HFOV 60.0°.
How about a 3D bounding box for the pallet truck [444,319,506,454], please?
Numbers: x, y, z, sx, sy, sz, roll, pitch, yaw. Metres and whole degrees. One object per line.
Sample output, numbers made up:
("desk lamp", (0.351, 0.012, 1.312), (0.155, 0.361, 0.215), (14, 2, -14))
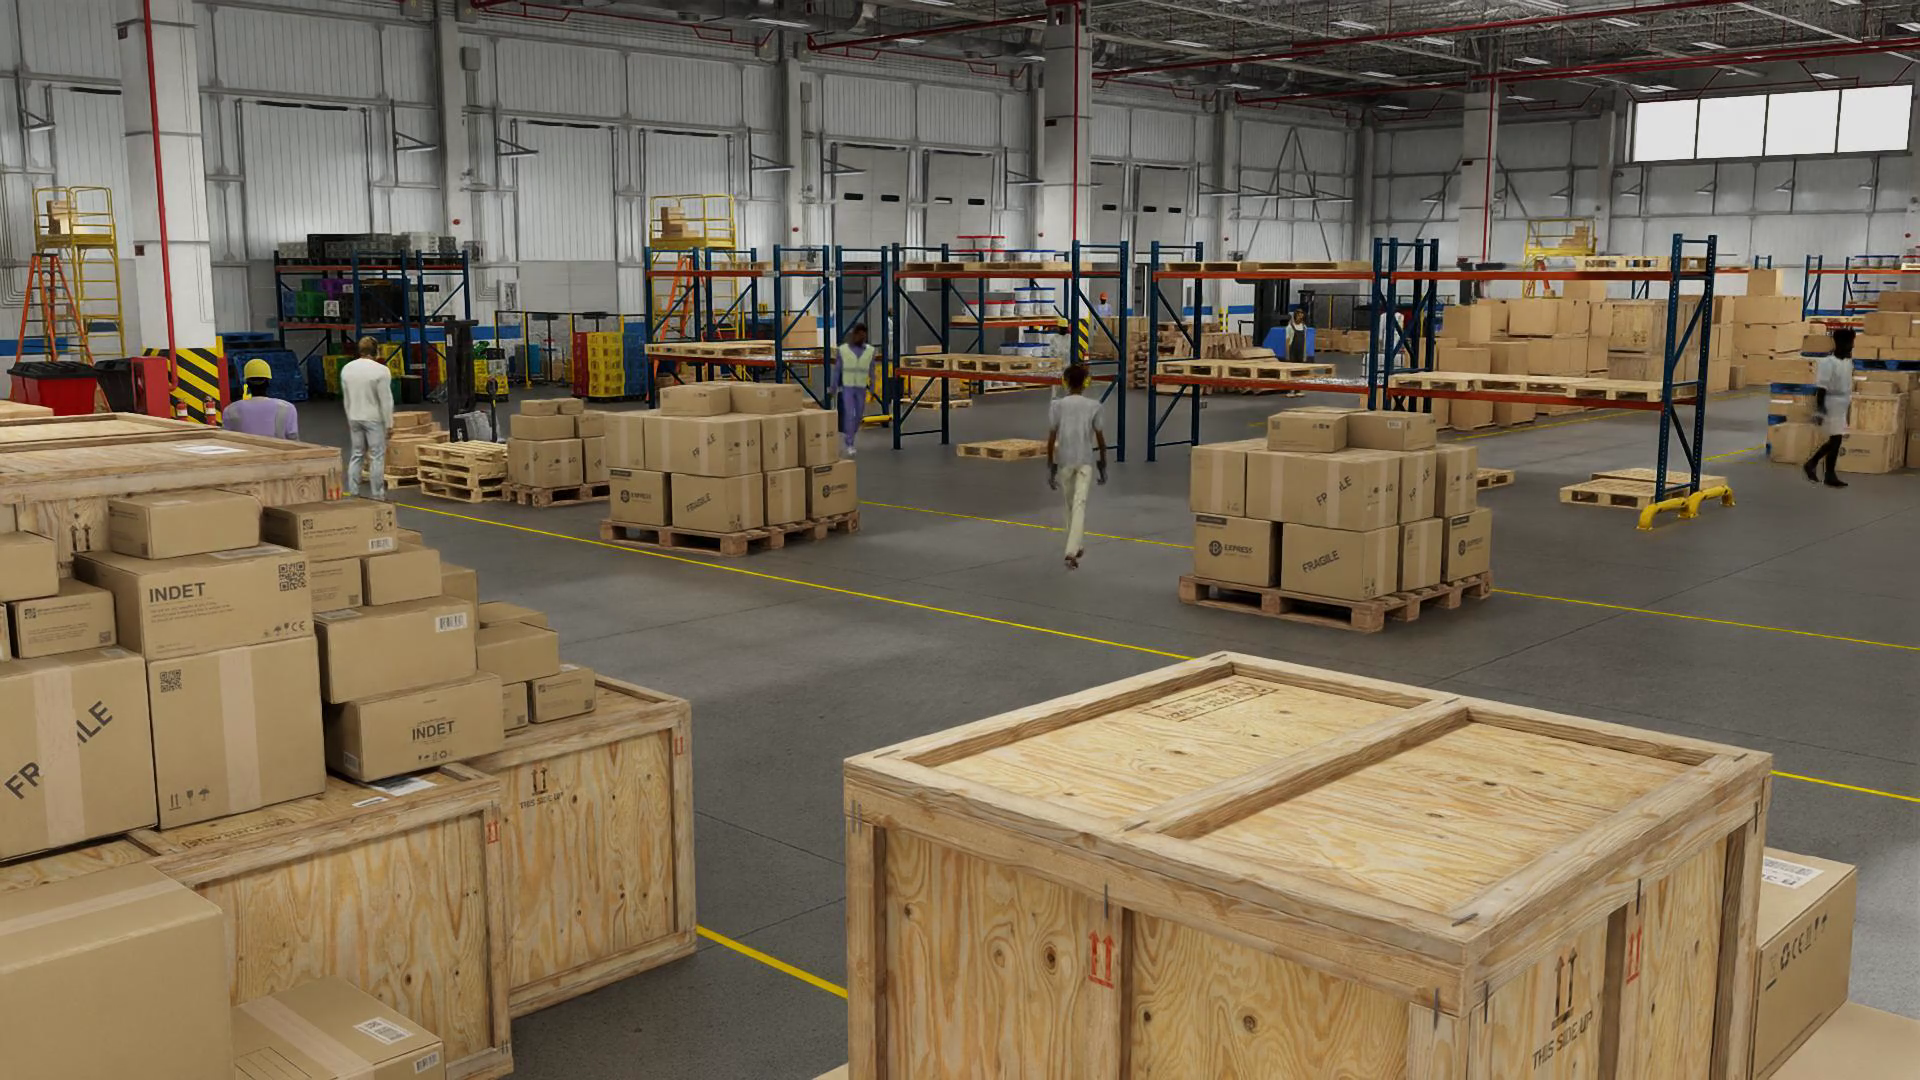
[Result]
("pallet truck", (-6.981, -1.942, 22.150), (1.885, 1.965, 0.823), (1, 9, 9))

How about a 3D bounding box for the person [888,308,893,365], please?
("person", (-1.874, -5.305, 43.893), (0.314, 1.634, 0.516), (2, 10, 14))

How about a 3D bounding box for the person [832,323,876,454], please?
("person", (-1.563, -2.208, 24.136), (0.655, 1.883, 0.678), (-4, 10, -23))

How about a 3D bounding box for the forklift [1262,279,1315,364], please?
("forklift", (8.555, -6.090, 44.881), (1.873, 2.768, 1.129), (9, 13, 43))

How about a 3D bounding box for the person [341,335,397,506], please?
("person", (-6.554, -1.301, 18.473), (0.645, 1.927, 0.387), (3, 10, 18))

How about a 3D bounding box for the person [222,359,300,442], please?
("person", (-5.760, -0.535, 13.775), (0.585, 1.918, 0.393), (-2, 9, -11))

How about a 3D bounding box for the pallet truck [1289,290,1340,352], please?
("pallet truck", (11.297, -6.951, 52.861), (1.885, 1.965, 0.823), (-5, 11, -29))

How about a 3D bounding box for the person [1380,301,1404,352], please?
("person", (10.898, -5.111, 41.992), (0.585, 1.866, 0.717), (2, 9, 11))

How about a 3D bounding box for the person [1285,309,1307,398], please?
("person", (6.922, -3.839, 34.297), (0.500, 1.838, 0.354), (-5, 11, -29))

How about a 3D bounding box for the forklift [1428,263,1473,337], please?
("forklift", (14.120, -6.374, 46.625), (1.873, 2.768, 1.129), (3, 10, 15))

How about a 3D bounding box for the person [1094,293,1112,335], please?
("person", (4.404, -6.668, 51.352), (0.543, 1.929, 0.384), (1, 9, 4))

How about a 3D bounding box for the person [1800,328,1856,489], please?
("person", (10.565, -1.588, 20.104), (0.636, 1.952, 0.455), (-7, 11, -35))

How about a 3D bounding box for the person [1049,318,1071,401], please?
("person", (1.930, -3.318, 31.401), (0.487, 1.738, 0.321), (1, 9, 7))

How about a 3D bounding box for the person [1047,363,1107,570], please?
("person", (1.037, -0.664, 14.883), (0.531, 1.825, 0.985), (2, 9, 12))
